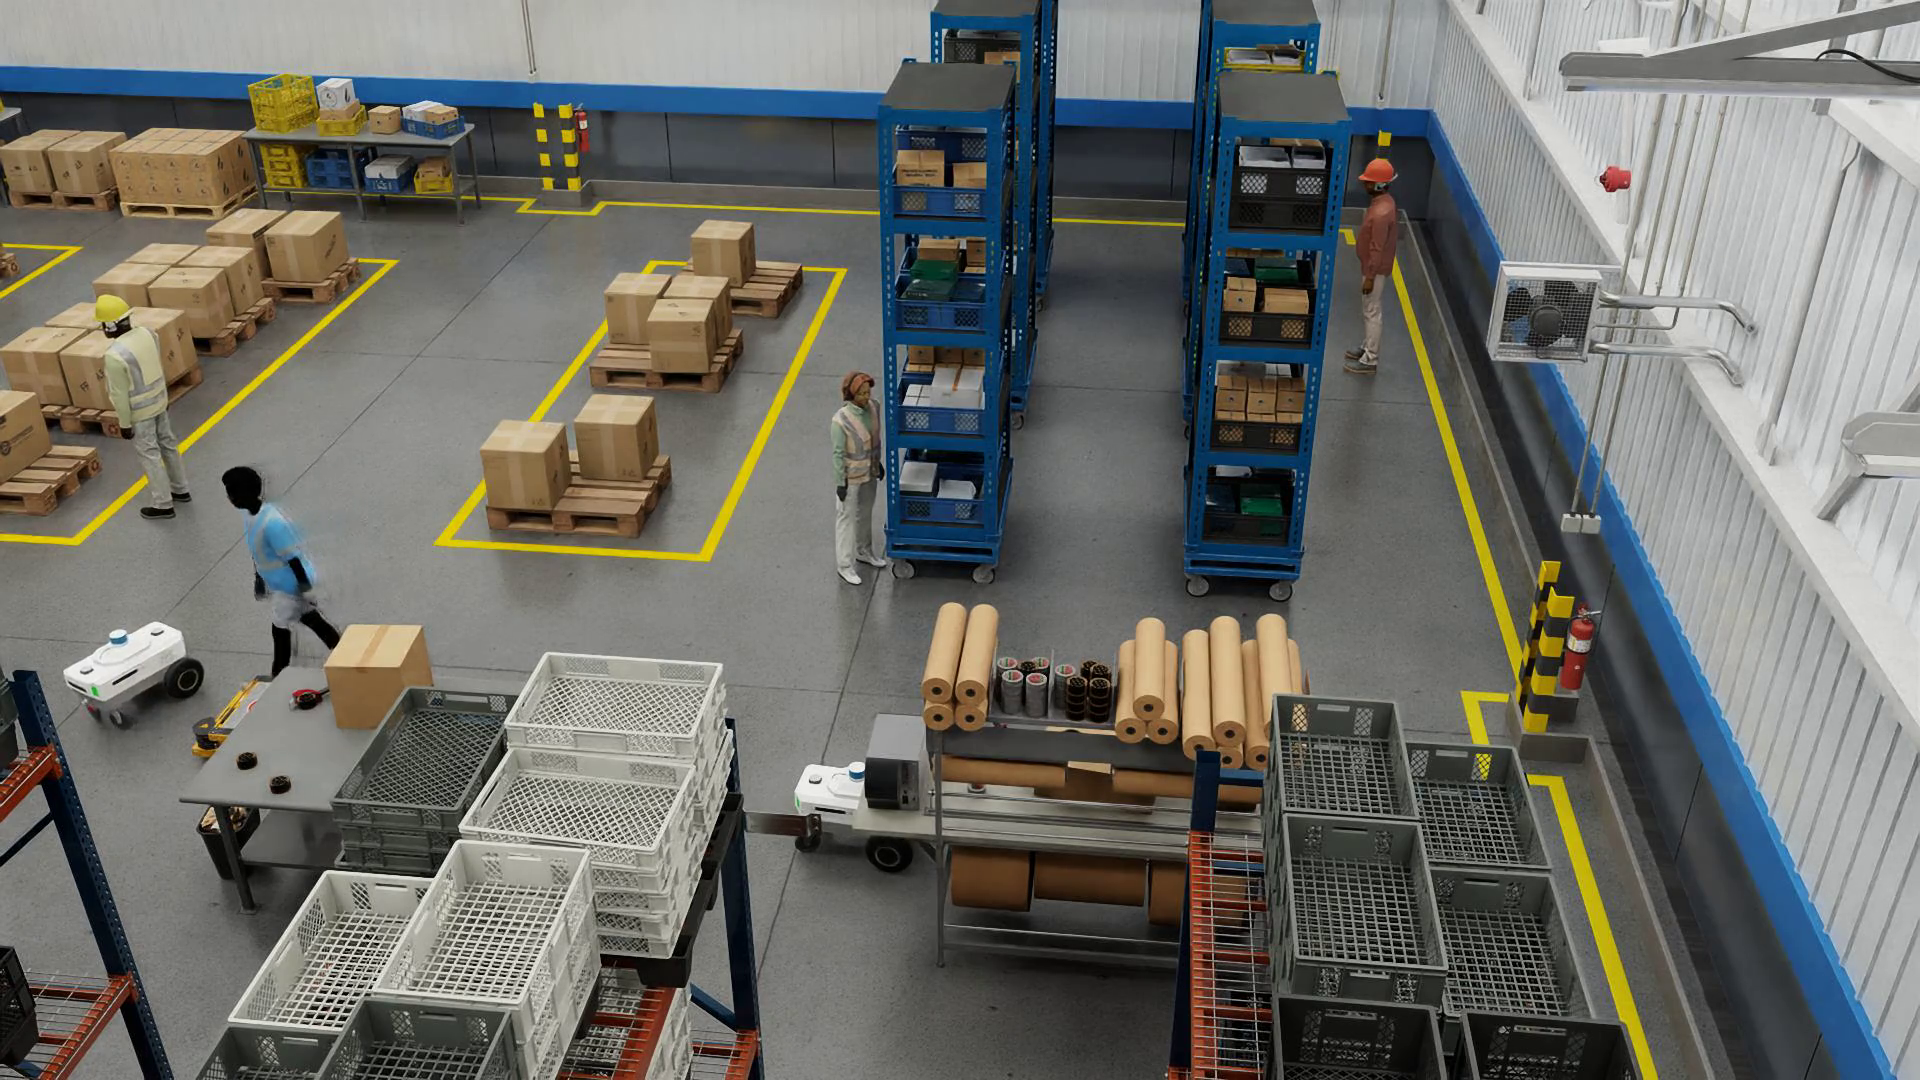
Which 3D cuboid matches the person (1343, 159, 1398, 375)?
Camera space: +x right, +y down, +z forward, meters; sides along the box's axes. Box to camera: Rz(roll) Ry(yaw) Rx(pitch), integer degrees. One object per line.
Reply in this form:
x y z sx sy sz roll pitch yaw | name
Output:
3.776 -2.521 15.291 0.409 1.986 0.618 7 31 11 | person

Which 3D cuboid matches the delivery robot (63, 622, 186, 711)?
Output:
-5.453 0.813 10.879 0.477 0.478 0.707 17 34 26 | delivery robot

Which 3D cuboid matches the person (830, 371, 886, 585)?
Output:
-0.736 -0.475 12.110 0.312 1.639 0.520 20 36 30 | person

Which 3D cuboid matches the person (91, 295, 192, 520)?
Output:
-6.355 -1.035 12.895 0.403 1.823 0.586 4 30 6 | person

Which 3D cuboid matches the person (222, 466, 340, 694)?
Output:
-4.424 0.288 10.792 0.743 1.639 0.569 -17 34 -26 | person
